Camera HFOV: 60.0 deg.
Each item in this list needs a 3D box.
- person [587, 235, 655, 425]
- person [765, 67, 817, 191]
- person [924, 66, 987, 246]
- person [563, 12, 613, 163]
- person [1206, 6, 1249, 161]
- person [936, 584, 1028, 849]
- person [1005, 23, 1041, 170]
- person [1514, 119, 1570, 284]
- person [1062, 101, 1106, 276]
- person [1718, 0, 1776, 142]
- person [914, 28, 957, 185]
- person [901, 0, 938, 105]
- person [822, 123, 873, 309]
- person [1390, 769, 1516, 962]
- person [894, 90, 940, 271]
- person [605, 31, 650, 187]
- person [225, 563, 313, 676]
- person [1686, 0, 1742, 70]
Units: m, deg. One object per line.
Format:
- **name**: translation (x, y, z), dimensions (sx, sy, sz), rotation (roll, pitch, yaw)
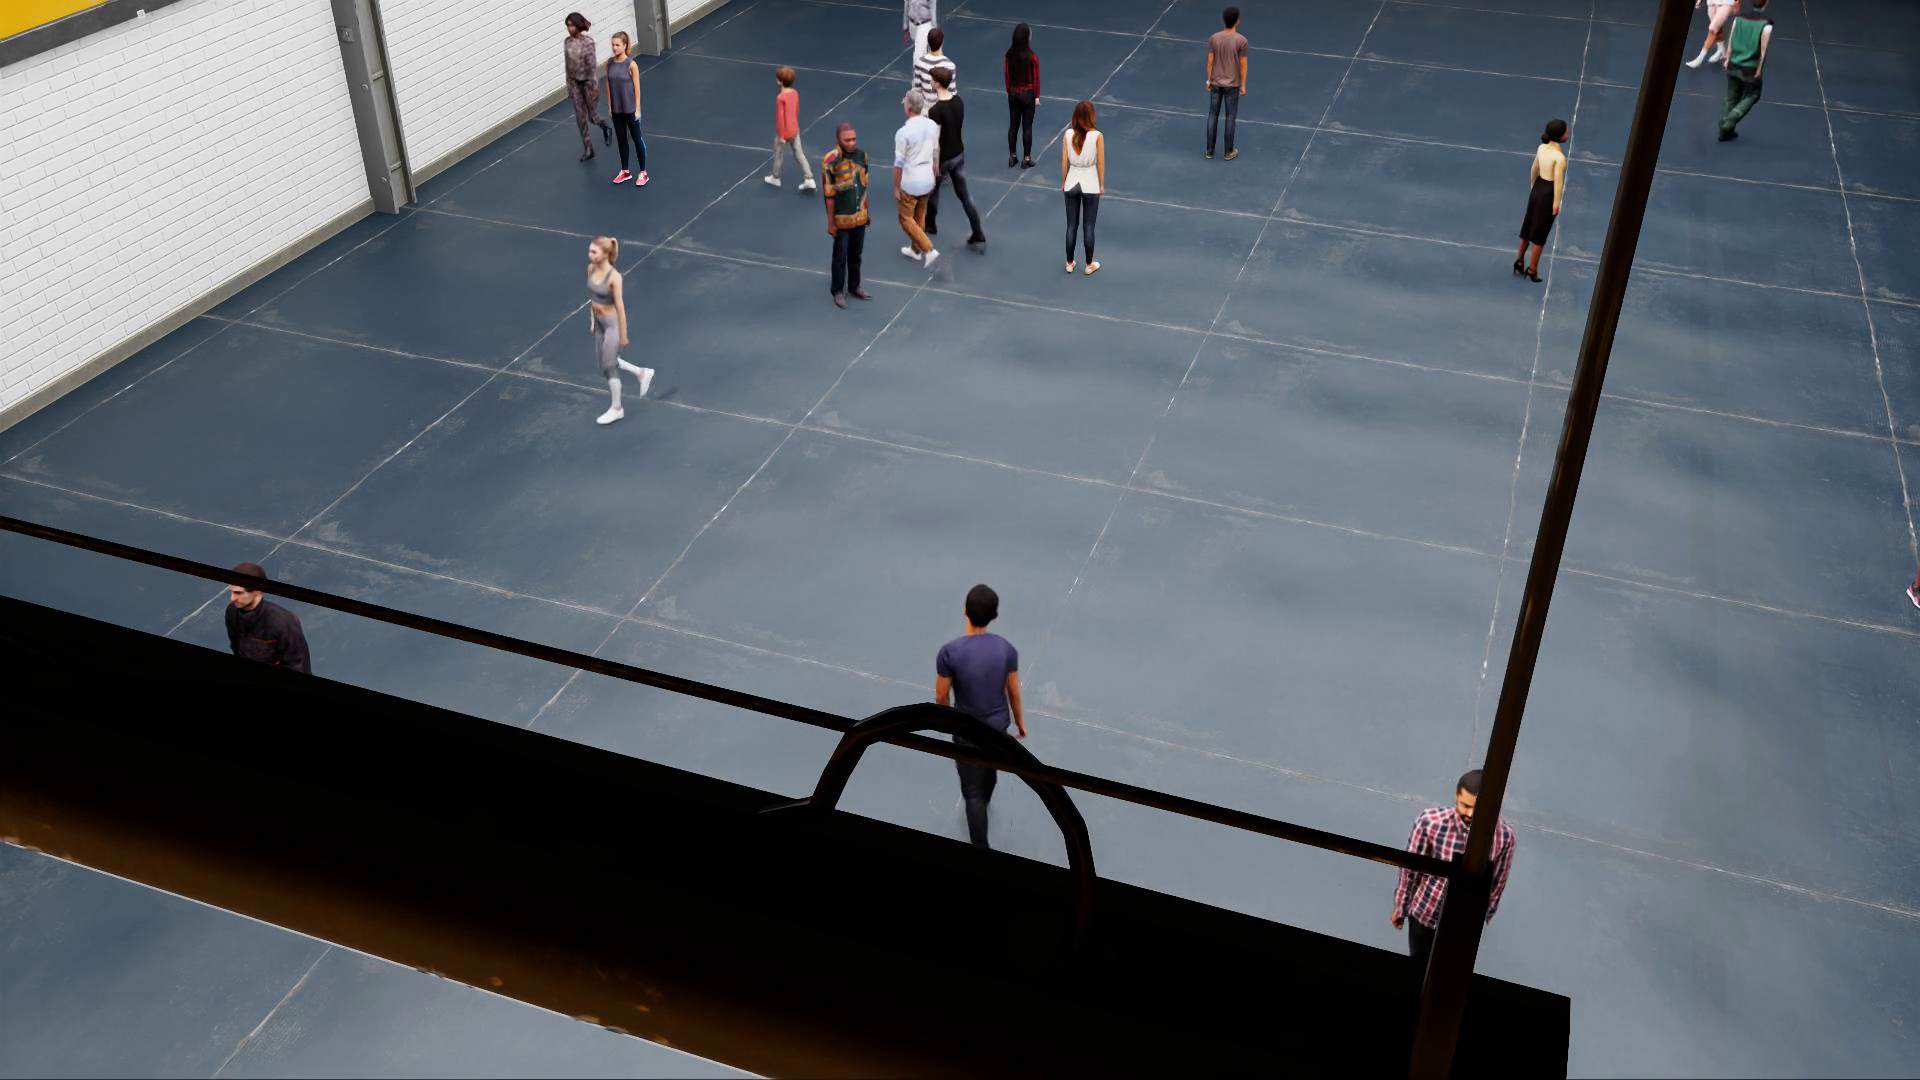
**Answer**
- **person**: translation (-2.924, -1.830, 14.212), dimensions (0.801, 1.690, 0.976), rotation (29, 43, 36)
- **person**: translation (-1.862, -4.559, 18.590), dimensions (0.768, 1.388, 0.929), rotation (22, 40, 30)
- **person**: translation (-0.047, -3.921, 17.209), dimensions (1.277, 1.855, 1.122), rotation (-26, 42, -34)
- **person**: translation (-4.342, -5.310, 19.431), dimensions (0.599, 1.708, 0.813), rotation (13, 36, 19)
- **person**: translation (3.092, -5.322, 19.384), dimensions (0.623, 1.780, 0.534), rotation (13, 36, 18)
- **person**: translation (0.127, 1.151, 9.695), dimensions (1.047, 1.726, 1.139), rotation (-16, 37, -22)
- **person**: translation (0.711, -5.119, 19.192), dimensions (0.617, 1.654, 0.555), rotation (17, 37, 24)
- **person**: translation (5.812, -3.388, 16.589), dimensions (0.734, 1.654, 0.659), rotation (-11, 35, -16)
- **person**: translation (1.223, -3.525, 16.677), dimensions (0.592, 1.784, 0.516), rotation (11, 35, 15)
- **person**: translation (9.318, -5.633, 19.807), dimensions (0.855, 1.831, 0.806), rotation (-22, 39, -29)
- **person**: translation (-0.295, -4.685, 18.397), dimensions (0.713, 1.812, 1.183), rotation (9, 35, 13)
- **person**: translation (-0.460, -6.485, 21.220), dimensions (0.797, 1.683, 1.249), rotation (20, 38, 27)
- **person**: translation (-1.092, -3.170, 16.123), dimensions (0.781, 1.806, 0.880), rotation (-24, 41, -32)
- **person**: translation (2.518, 1.858, 8.609), dimensions (0.700, 1.750, 0.655), rotation (9, 35, 13)
- **person**: translation (-0.403, -3.600, 16.765), dimensions (1.047, 1.811, 1.013), rotation (-27, 42, -34)
- **person**: translation (-3.768, -4.865, 18.750), dimensions (0.551, 1.721, 0.519), rotation (11, 35, 16)
- **person**: translation (-4.047, 0.897, 9.973), dimensions (0.713, 1.840, 0.574), rotation (14, 36, 20)
- **person**: translation (10.236, -7.200, 22.246), dimensions (1.209, 1.740, 1.068), rotation (-20, 38, -27)
